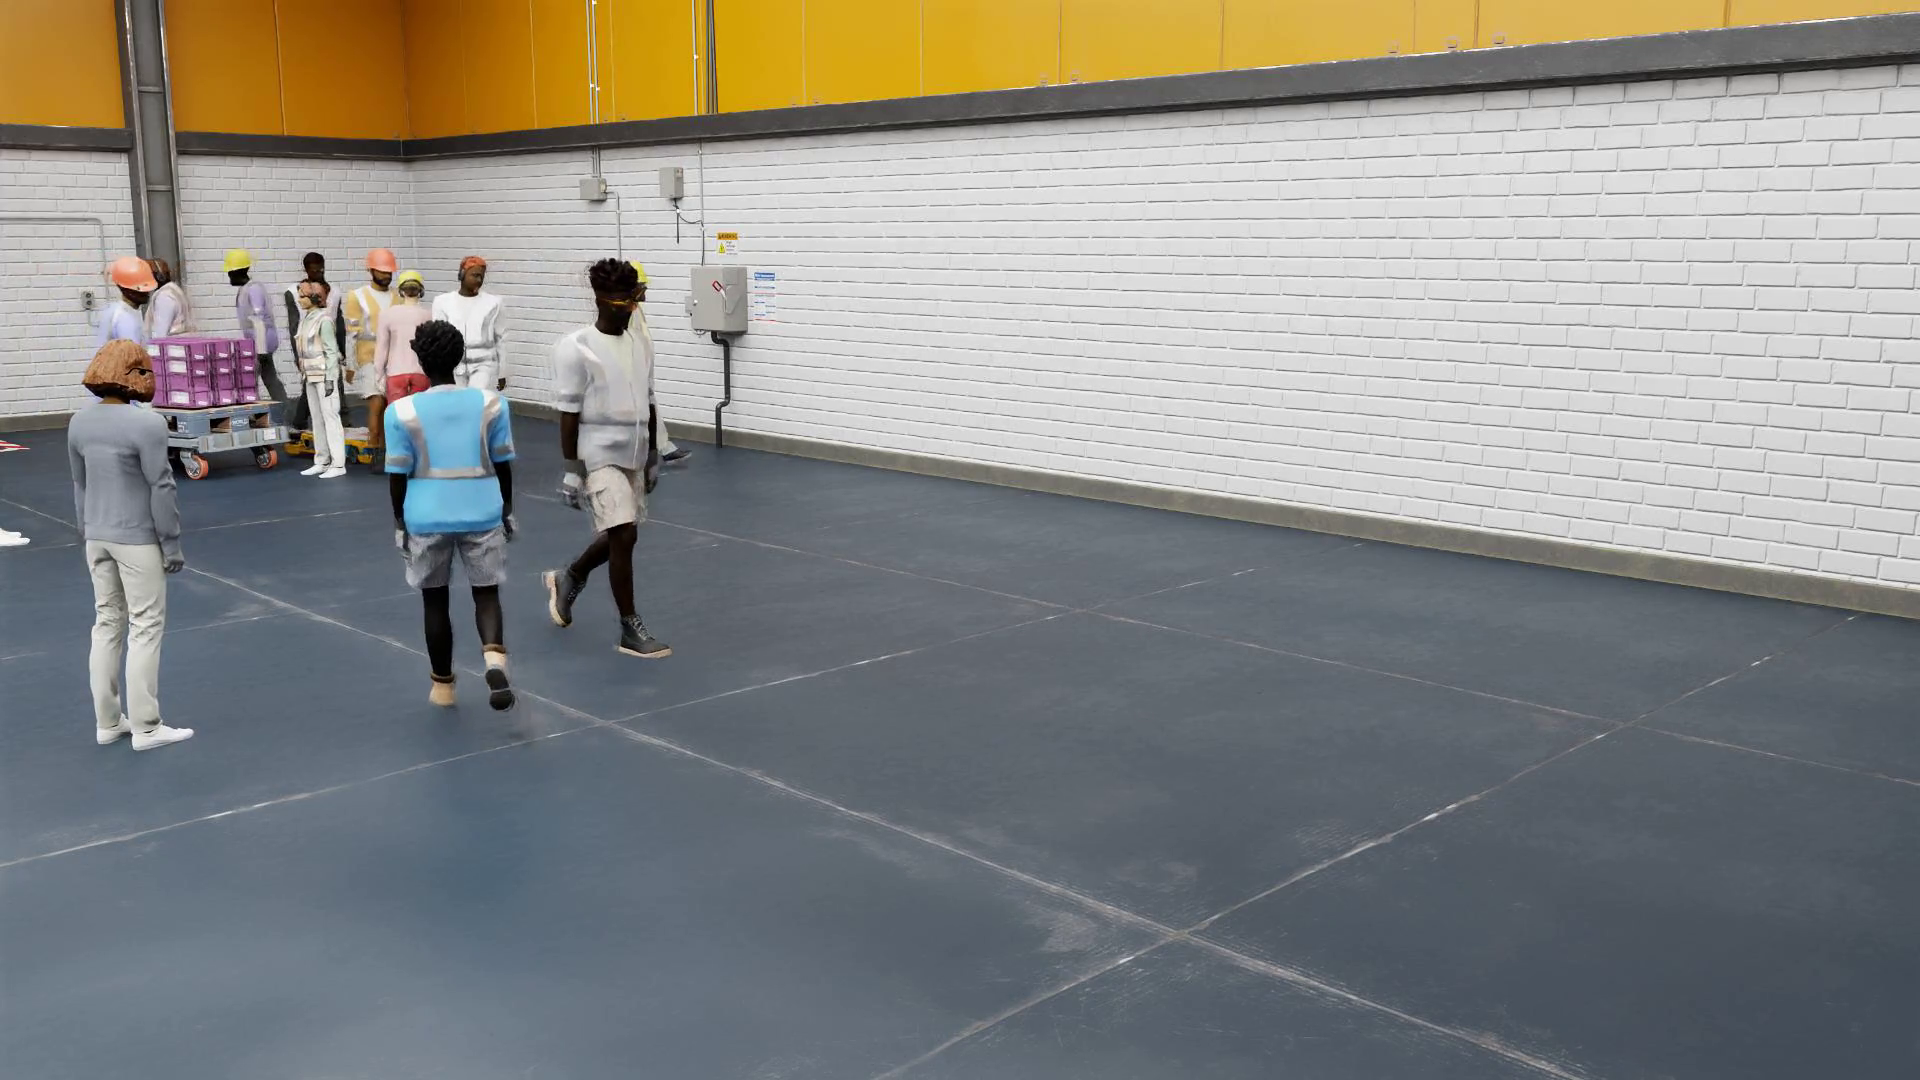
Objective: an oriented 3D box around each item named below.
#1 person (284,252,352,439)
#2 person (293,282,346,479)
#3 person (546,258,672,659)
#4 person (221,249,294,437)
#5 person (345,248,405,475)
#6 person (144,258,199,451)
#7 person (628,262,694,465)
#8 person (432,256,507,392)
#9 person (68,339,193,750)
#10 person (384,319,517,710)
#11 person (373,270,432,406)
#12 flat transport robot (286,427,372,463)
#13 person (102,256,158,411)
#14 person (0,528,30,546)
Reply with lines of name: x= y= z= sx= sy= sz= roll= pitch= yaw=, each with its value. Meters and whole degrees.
person: x=-6.240 y=-1.854 z=16.144 sx=0.841 sy=1.872 sz=0.666 roll=7 pitch=13 yaw=34
person: x=-5.359 y=-1.334 z=13.912 sx=0.314 sy=1.640 sz=0.516 roll=-10 pitch=14 yaw=-44
person: x=-1.760 y=-0.411 z=8.131 sx=0.852 sy=1.926 sz=0.610 roll=7 pitch=12 yaw=32
person: x=-6.915 y=-1.894 z=16.304 sx=0.797 sy=1.876 sz=0.694 roll=-7 pitch=12 yaw=-33
person: x=-4.875 y=-1.503 z=14.094 sx=0.565 sy=1.910 sz=0.632 roll=-10 pitch=14 yaw=-42
person: x=-7.356 y=-1.707 z=15.474 sx=0.452 sy=1.813 sz=0.654 roll=-5 pitch=11 yaw=-23
person: x=-2.807 y=-1.510 z=14.481 sx=0.862 sy=1.783 sz=0.611 roll=0 pitch=10 yaw=1
person: x=-3.951 y=-1.340 z=13.378 sx=0.552 sy=1.848 sz=0.688 roll=0 pitch=10 yaw=-2
person: x=-3.301 y=0.018 z=6.605 sx=0.495 sy=1.624 sz=0.308 roll=5 pitch=11 yaw=23
person: x=-2.105 y=-0.079 z=6.941 sx=0.540 sy=1.679 sz=0.568 roll=-5 pitch=11 yaw=-25
person: x=-4.536 y=-1.350 z=13.725 sx=0.564 sy=1.729 sz=0.486 roll=-3 pitch=11 yaw=-16
flat transport robot: x=-5.443 y=-0.874 z=15.141 sx=1.431 sy=0.197 sz=0.652 roll=8 pitch=13 yaw=36
person: x=-5.559 y=-0.950 z=11.160 sx=0.447 sy=1.892 sz=0.631 roll=-6 pitch=12 yaw=-30
person: x=-6.370 y=-0.889 z=10.845 sx=0.328 sy=1.876 sz=0.514 roll=-8 pitch=13 yaw=-37
